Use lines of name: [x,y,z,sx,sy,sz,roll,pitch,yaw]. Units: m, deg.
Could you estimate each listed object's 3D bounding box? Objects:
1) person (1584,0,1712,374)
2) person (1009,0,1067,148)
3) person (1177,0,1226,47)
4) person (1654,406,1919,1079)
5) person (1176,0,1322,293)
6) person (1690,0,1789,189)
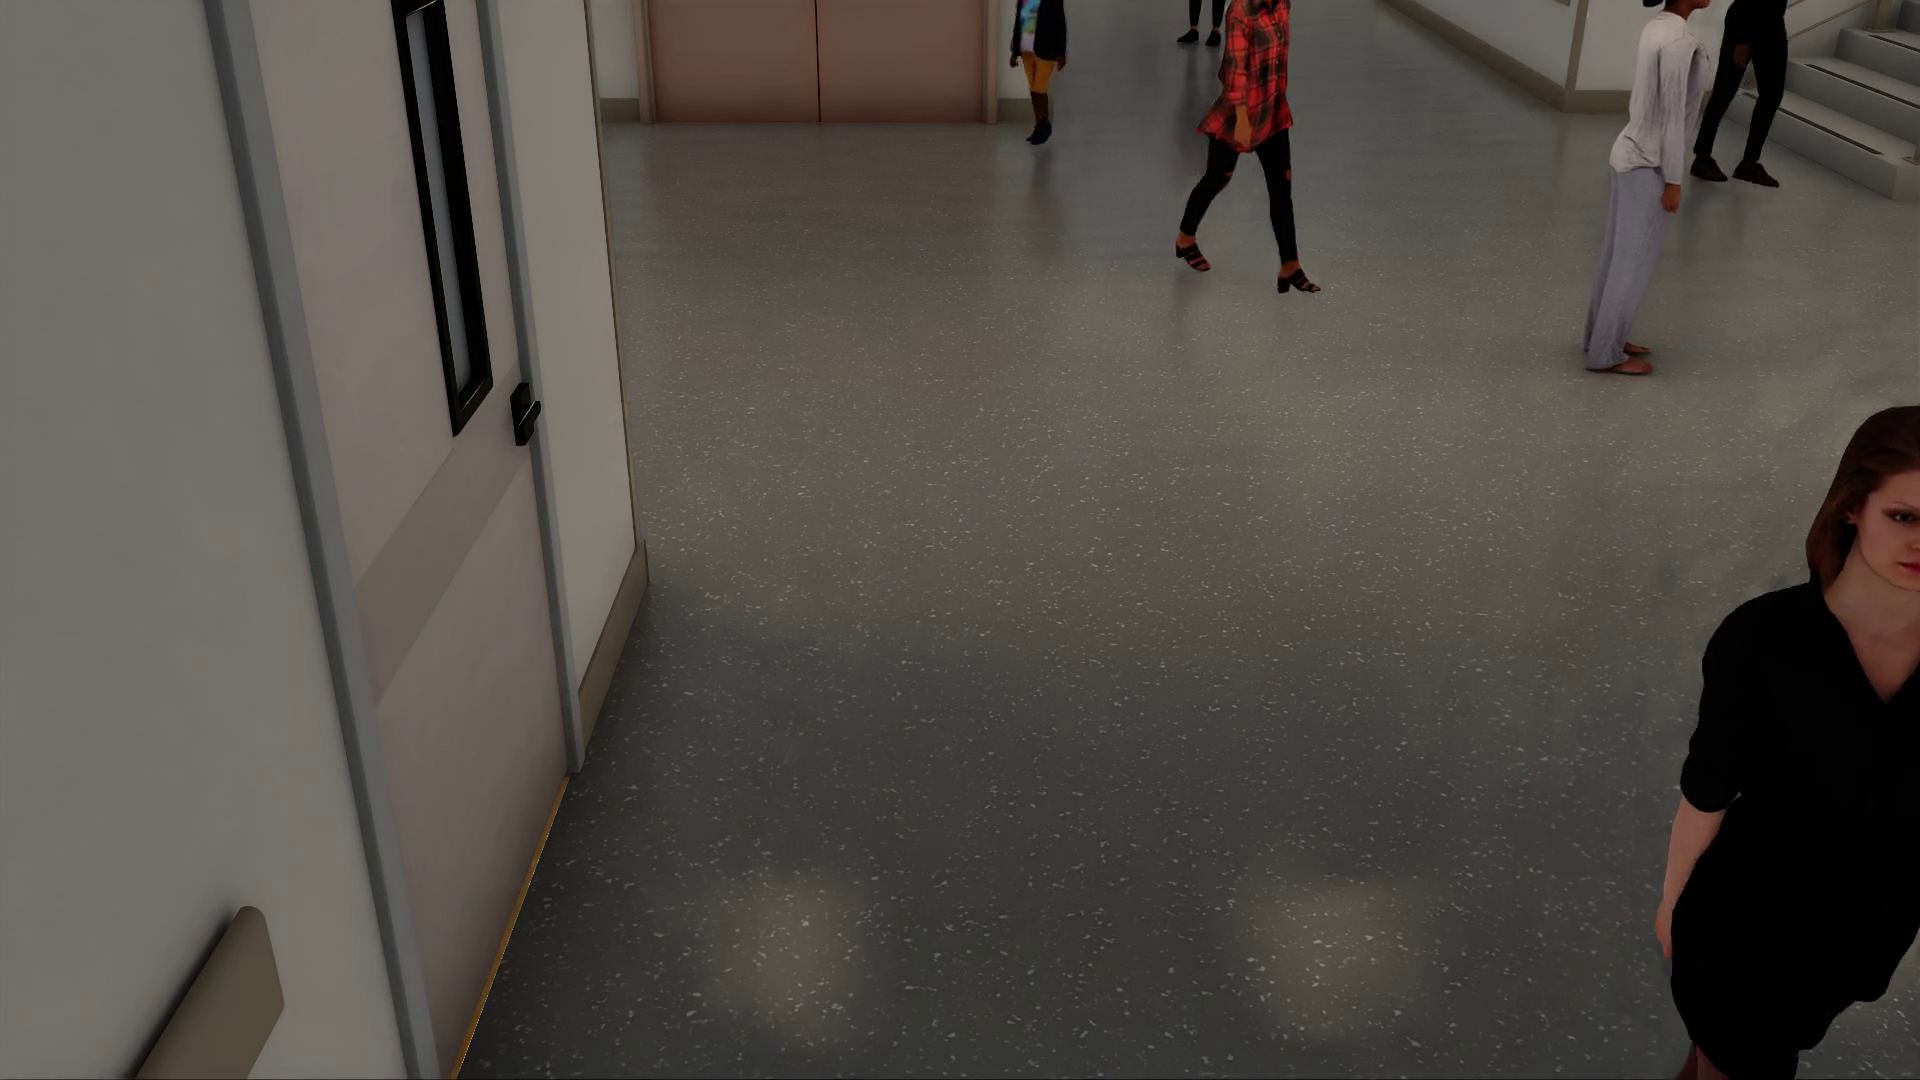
person: [2.889,-1.581,7.002,0.595,1.733,0.657,4,26,9]
person: [0.566,-3.281,11.070,0.614,1.262,0.689,18,31,33]
person: [2.201,-5.258,14.657,0.645,1.707,0.755,15,29,28]
person: [1.299,0.569,2.626,1.033,1.660,0.753,3,26,7]
person: [1.325,-2.027,8.014,1.113,1.657,1.144,-22,33,-37]
person: [4.686,-3.061,10.014,0.915,1.783,0.939,-9,27,-19]
